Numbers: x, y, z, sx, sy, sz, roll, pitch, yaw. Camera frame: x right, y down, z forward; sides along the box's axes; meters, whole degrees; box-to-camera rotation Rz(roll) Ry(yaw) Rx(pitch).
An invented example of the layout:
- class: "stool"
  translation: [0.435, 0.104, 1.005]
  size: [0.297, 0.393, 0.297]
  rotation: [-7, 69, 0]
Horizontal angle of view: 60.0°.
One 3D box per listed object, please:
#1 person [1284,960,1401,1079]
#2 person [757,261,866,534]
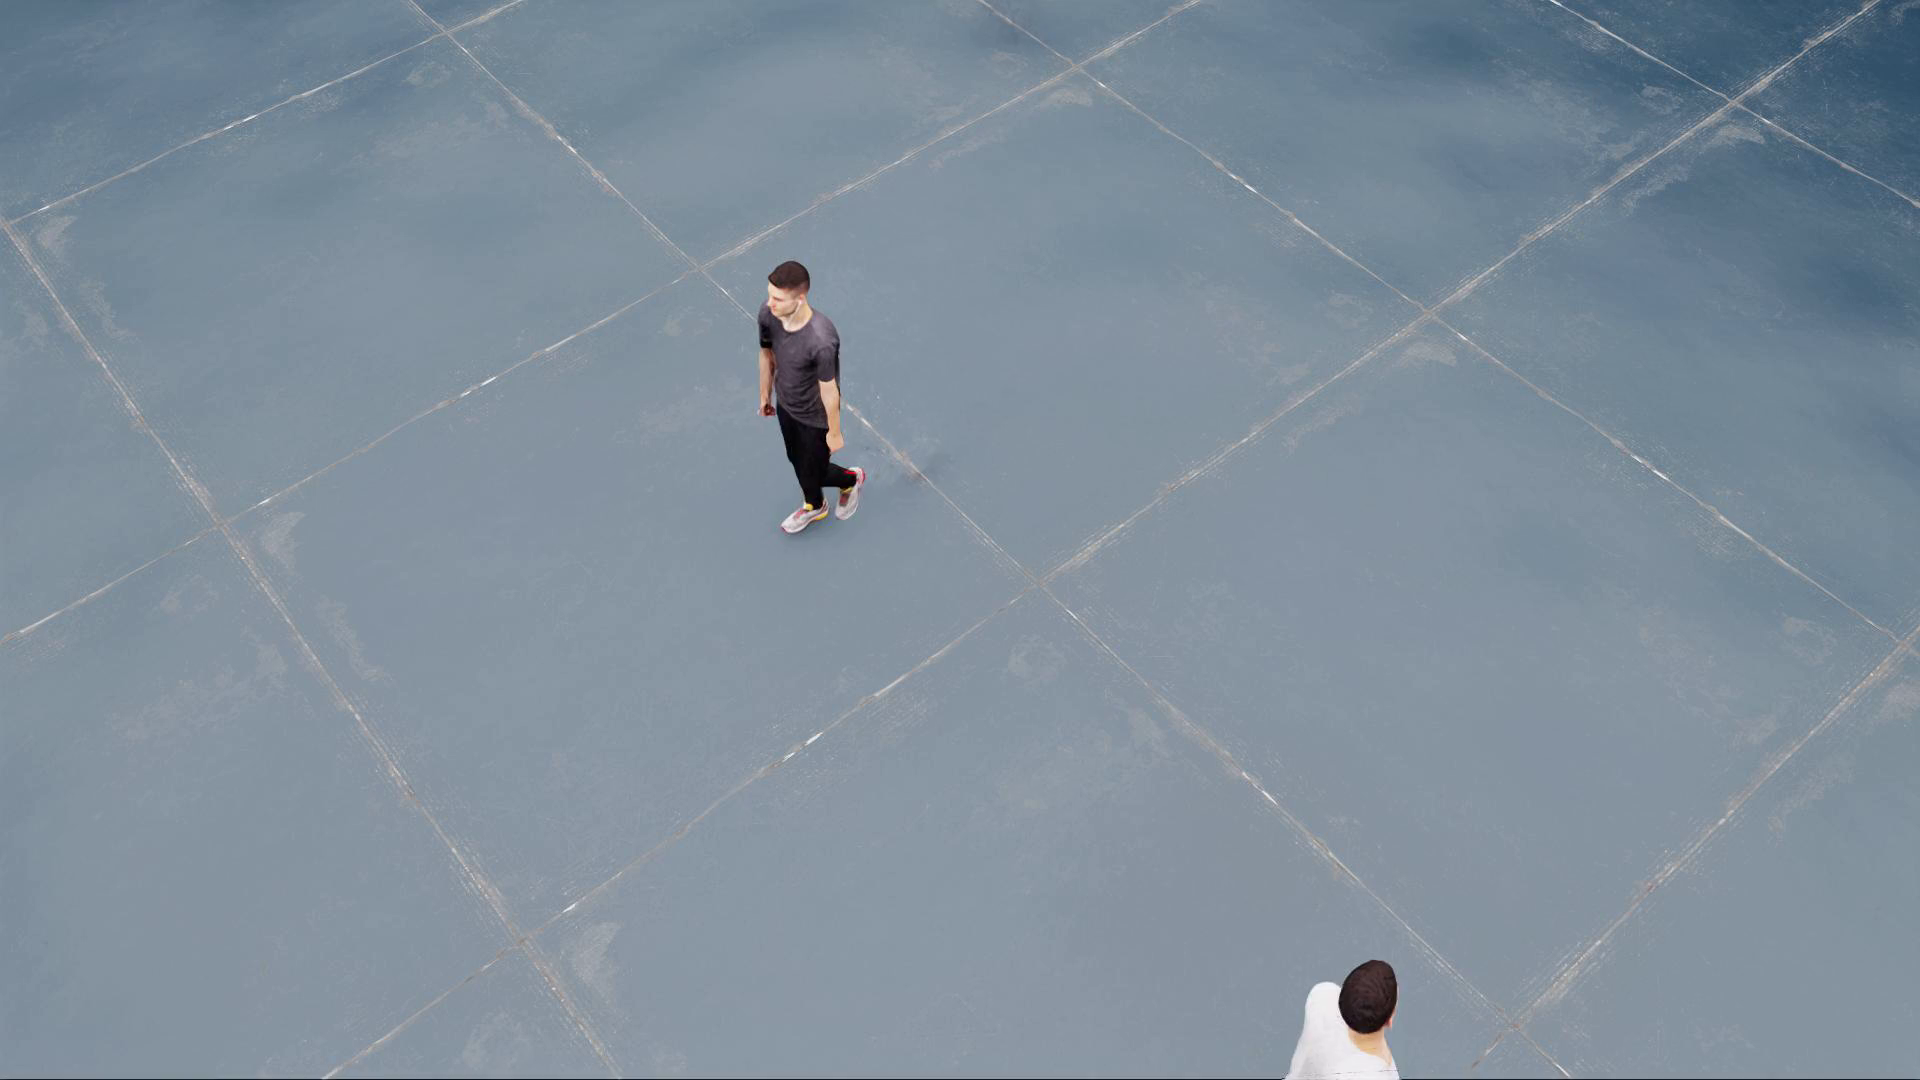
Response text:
- class: "person"
  translation: [1.246, 2.050, 5.798]
  size: [0.754, 1.828, 0.801]
  rotation: [-12, 53, -9]
- class: "person"
  translation: [-0.670, -0.675, 7.957]
  size: [0.688, 1.752, 0.720]
  rotation: [37, 61, 25]
